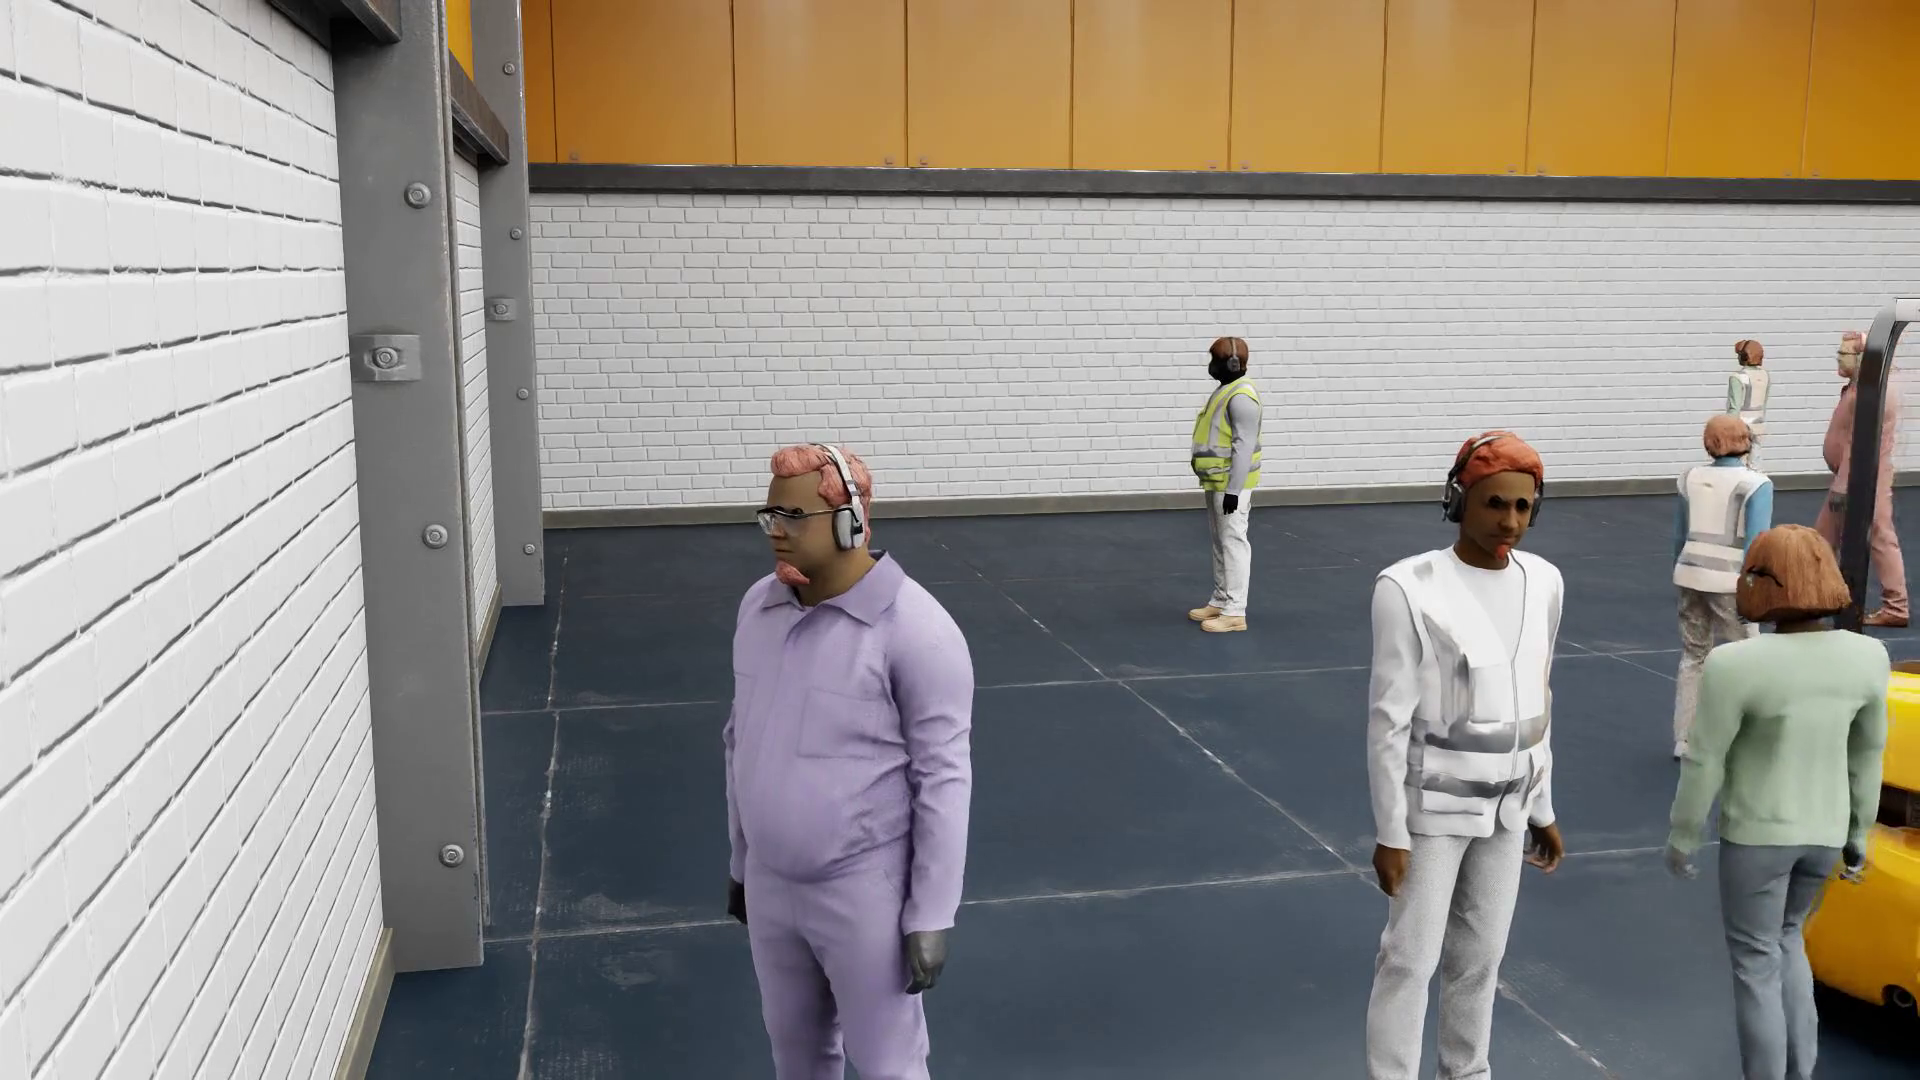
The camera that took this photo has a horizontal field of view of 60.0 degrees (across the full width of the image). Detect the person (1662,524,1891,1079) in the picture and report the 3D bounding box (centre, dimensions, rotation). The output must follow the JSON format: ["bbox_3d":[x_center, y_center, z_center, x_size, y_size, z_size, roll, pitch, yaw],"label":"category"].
[{"bbox_3d":[2.078,0.759,4.306,0.513,1.620,0.396,-2,9,-11],"label":"person"}]

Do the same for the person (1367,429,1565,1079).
[{"bbox_3d":[1.234,0.671,4.059,0.572,1.886,0.355,-5,10,-26],"label":"person"}]

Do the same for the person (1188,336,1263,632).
[{"bbox_3d":[1.661,-0.352,10.427,0.429,1.844,0.627,-1,9,-3],"label":"person"}]

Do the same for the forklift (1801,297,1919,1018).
[{"bbox_3d":[3.542,0.334,5.177,2.313,2.155,1.214,-9,13,-43],"label":"forklift"}]

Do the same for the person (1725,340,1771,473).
[{"bbox_3d":[6.860,-0.927,14.544,0.523,1.639,0.306,-6,11,-32],"label":"person"}]

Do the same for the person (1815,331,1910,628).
[{"bbox_3d":[5.599,-0.383,10.556,0.963,1.856,0.669,4,10,21],"label":"person"}]

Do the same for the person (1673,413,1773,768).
[{"bbox_3d":[3.454,0.224,7.608,0.403,1.605,0.543,-5,10,-27],"label":"person"}]

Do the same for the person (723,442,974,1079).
[{"bbox_3d":[-0.287,0.738,3.587,0.652,1.906,0.402,8,12,39],"label":"person"}]
